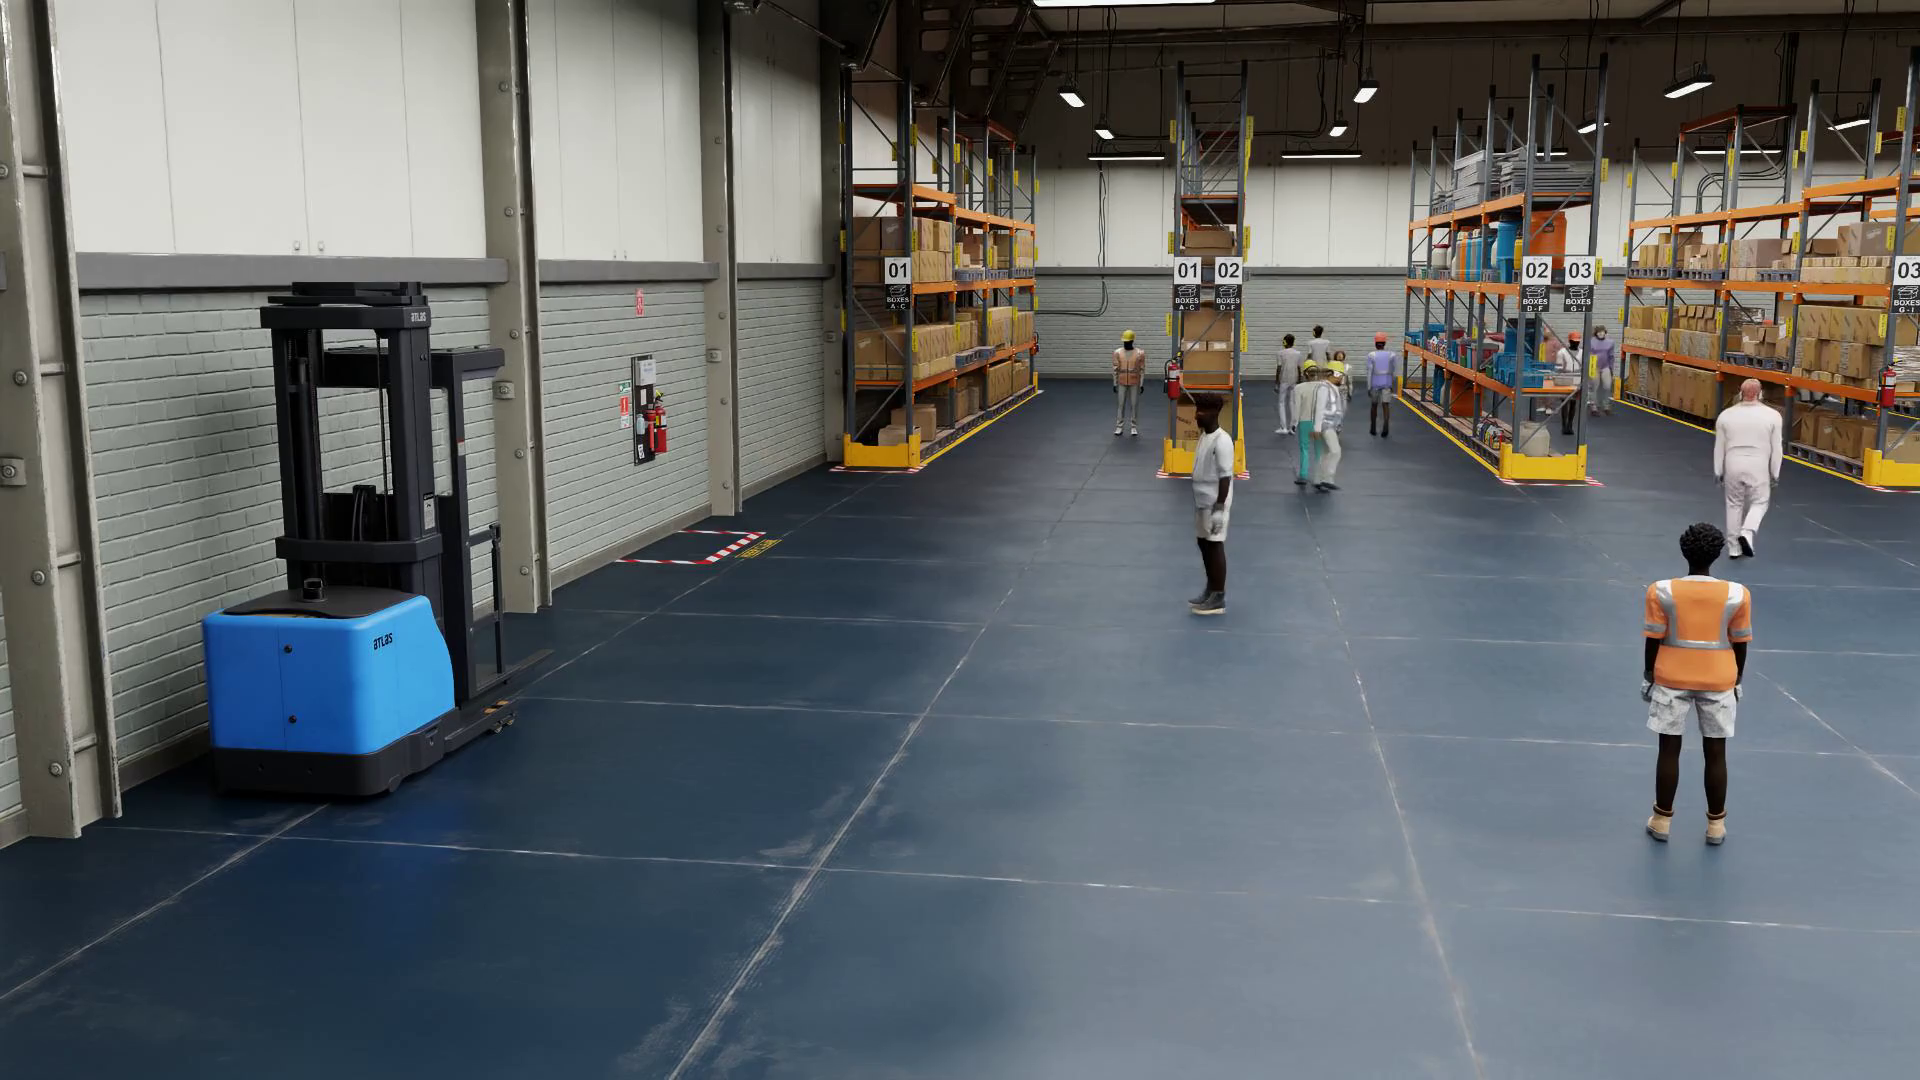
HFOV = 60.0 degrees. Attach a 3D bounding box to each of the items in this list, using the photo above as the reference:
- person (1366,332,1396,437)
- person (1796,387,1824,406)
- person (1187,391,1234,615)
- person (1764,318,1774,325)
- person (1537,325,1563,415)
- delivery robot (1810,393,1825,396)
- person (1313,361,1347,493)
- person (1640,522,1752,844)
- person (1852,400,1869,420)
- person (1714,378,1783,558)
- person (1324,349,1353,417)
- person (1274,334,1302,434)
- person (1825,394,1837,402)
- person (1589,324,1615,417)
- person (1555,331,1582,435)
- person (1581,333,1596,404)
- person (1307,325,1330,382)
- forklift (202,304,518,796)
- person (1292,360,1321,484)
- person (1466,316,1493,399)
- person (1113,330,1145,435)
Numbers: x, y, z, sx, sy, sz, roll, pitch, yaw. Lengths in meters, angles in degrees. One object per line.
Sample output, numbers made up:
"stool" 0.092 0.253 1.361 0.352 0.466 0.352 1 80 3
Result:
"person" 7.674 -2.836 30.315 0.540 1.908 0.956 1 9 5
"person" 15.921 -2.865 31.132 0.557 1.682 0.368 2 9 10
"person" 2.213 -0.337 14.675 0.361 1.963 0.614 -2 9 -10
"person" 19.225 -4.384 39.875 0.907 1.899 0.563 6 11 32
"person" 12.400 -3.585 35.014 0.462 1.870 0.737 -4 10 -22
"delivery robot" 19.758 -3.499 38.357 0.477 0.478 0.707 7 11 36
"person" 5.063 -1.526 22.543 0.576 1.790 0.628 5 11 29
"person" 3.869 0.753 8.777 0.533 1.697 0.322 3 10 19
"person" 18.078 -3.343 33.433 0.613 1.884 0.799 2 9 9
"person" 8.172 -0.728 17.293 0.661 1.894 0.536 7 11 36
"person" 6.751 -2.608 29.772 0.519 1.623 0.611 1 9 4
"person" 6.086 -2.878 30.713 0.553 1.845 0.442 -3 10 -15
"person" 20.380 -4.064 38.176 0.999 1.795 0.597 2 9 9
"person" 13.222 -3.494 34.345 0.651 1.906 0.654 0 9 -1
"person" 11.211 -2.863 30.424 0.580 1.907 0.814 1 9 6
"person" 14.237 -3.861 37.477 0.533 1.606 0.713 3 10 20
"person" 7.628 -3.663 35.507 0.545 1.862 0.395 -1 9 -6
"forklift" -3.673 -0.038 10.147 1.129 2.768 1.873 1 9 9
"person" 4.942 -1.664 23.498 0.523 1.760 0.335 -2 9 -11
"person" 11.999 -4.208 38.495 0.650 1.977 0.476 1 9 6
"person" 3.099 -2.885 30.528 0.589 1.919 0.391 2 9 13
